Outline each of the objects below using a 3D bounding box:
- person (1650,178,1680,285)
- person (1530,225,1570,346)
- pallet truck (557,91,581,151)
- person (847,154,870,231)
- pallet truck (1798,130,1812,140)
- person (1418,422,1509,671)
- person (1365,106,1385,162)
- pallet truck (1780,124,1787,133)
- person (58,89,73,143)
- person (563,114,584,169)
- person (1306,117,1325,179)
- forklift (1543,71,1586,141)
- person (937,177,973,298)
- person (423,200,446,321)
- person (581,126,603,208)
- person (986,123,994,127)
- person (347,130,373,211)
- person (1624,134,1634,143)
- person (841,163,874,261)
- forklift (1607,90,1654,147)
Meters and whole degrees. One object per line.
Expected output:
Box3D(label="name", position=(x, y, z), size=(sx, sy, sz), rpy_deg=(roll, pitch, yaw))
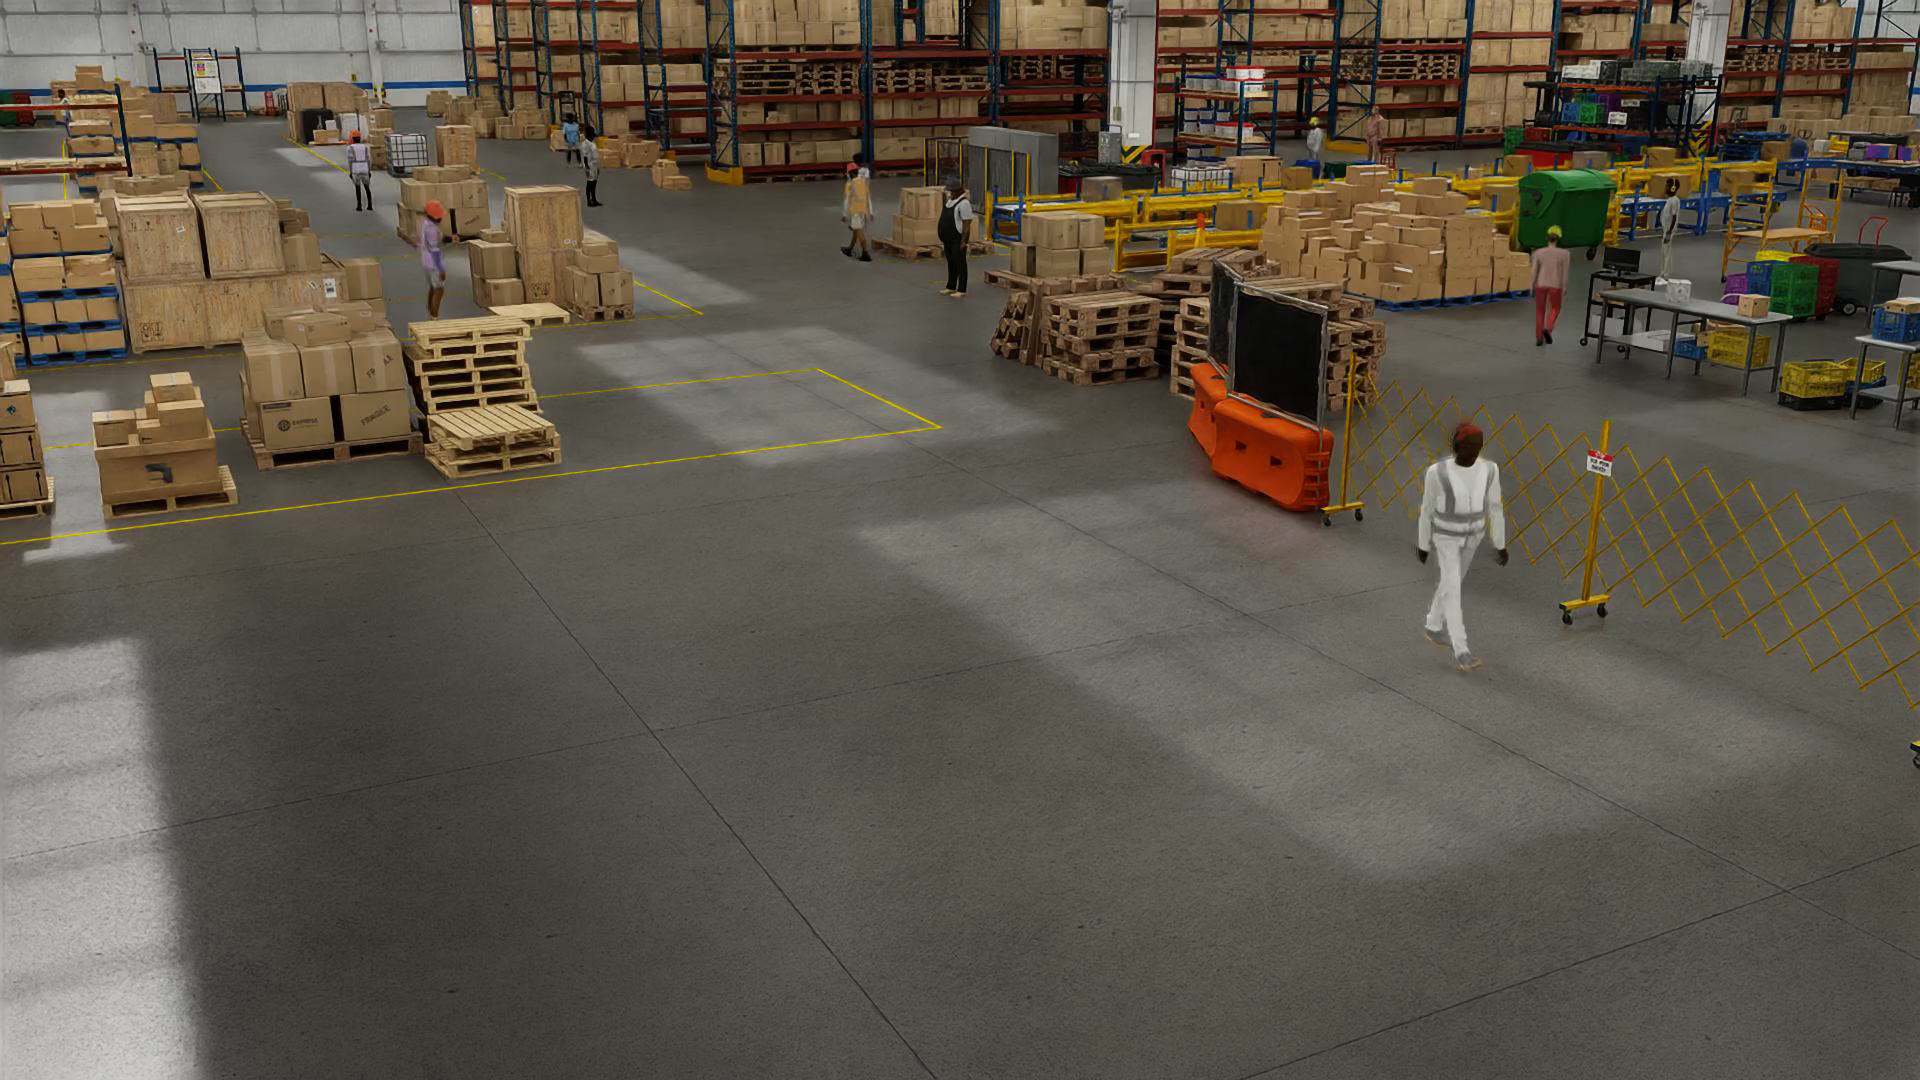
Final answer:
Box3D(label="person", position=(12.536, -5.463, 29.496), size=(0.329, 1.872, 0.508), rpy_deg=(4, 18, 13))
Box3D(label="person", position=(8.538, -3.683, 24.135), size=(0.538, 1.743, 0.401), rpy_deg=(9, 20, 27))
Box3D(label="pallet truck", position=(-13.495, -14.412, 57.188), size=(0.823, 1.965, 1.885), rpy_deg=(-3, 18, -9))
Box3D(label="person", position=(-2.251, -7.663, 36.696), size=(0.549, 1.642, 0.858), rpy_deg=(4, 18, 11))
Box3D(label="pallet truck", position=(25.526, -11.556, 49.408), size=(1.630, 1.274, 0.653), rpy_deg=(-9, 20, -26))
Box3D(label="person", position=(3.764, 0.033, 12.405), size=(0.594, 1.831, 0.972), rpy_deg=(-5, 18, -14))
Box3D(label="person", position=(12.473, -12.129, 50.218), size=(0.407, 1.908, 0.641), rpy_deg=(-11, 21, -31))
Box3D(label="pallet truck", position=(25.206, -12.542, 52.601), size=(1.601, 1.201, 0.680), rpy_deg=(0, 18, -2))
Box3D(label="person", position=(-32.377, -15.352, 60.270), size=(0.396, 1.911, 0.580), rpy_deg=(-13, 22, -35))
Box3D(label="person", position=(-11.792, -12.123, 50.615), size=(0.540, 1.646, 0.854), rpy_deg=(-10, 20, -28))
Box3D(label="person", position=(10.005, -10.983, 46.792), size=(0.727, 1.815, 0.593), rpy_deg=(-8, 19, -24))
Box3D(label="forklift", position=(18.685, -13.231, 52.085), size=(1.873, 2.768, 1.129), rpy_deg=(-9, 20, -26))
Box3D(label="person", position=(-0.116, -5.127, 28.173), size=(0.536, 2.000, 0.676), rpy_deg=(-10, 20, -28))
Box3D(label="person", position=(-8.011, -4.211, 25.422), size=(0.417, 1.996, 0.791), rpy_deg=(-7, 19, -19))
Box3D(label="person", position=(-9.066, -9.189, 40.953), size=(0.361, 1.964, 0.616), rpy_deg=(5, 18, 14))
Box3D(label="person", position=(0.756, -10.902, 46.783), size=(0.873, 1.641, 0.556), rpy_deg=(-16, 24, -40))
Box3D(label="person", position=(-14.524, -8.939, 40.248), size=(0.539, 1.930, 0.388), rpy_deg=(-14, 23, -37))
Box3D(label="person", position=(21.768, -13.212, 54.059), size=(0.397, 1.622, 0.508), rpy_deg=(-2, 18, -6))
Box3D(label="person", position=(-2.047, -6.402, 32.447), size=(0.578, 1.848, 1.066), rpy_deg=(-16, 24, -41))
Box3D(label="forklift", position=(23.576, -14.997, 57.589), size=(1.873, 2.768, 1.129), rpy_deg=(-9, 20, -26))
